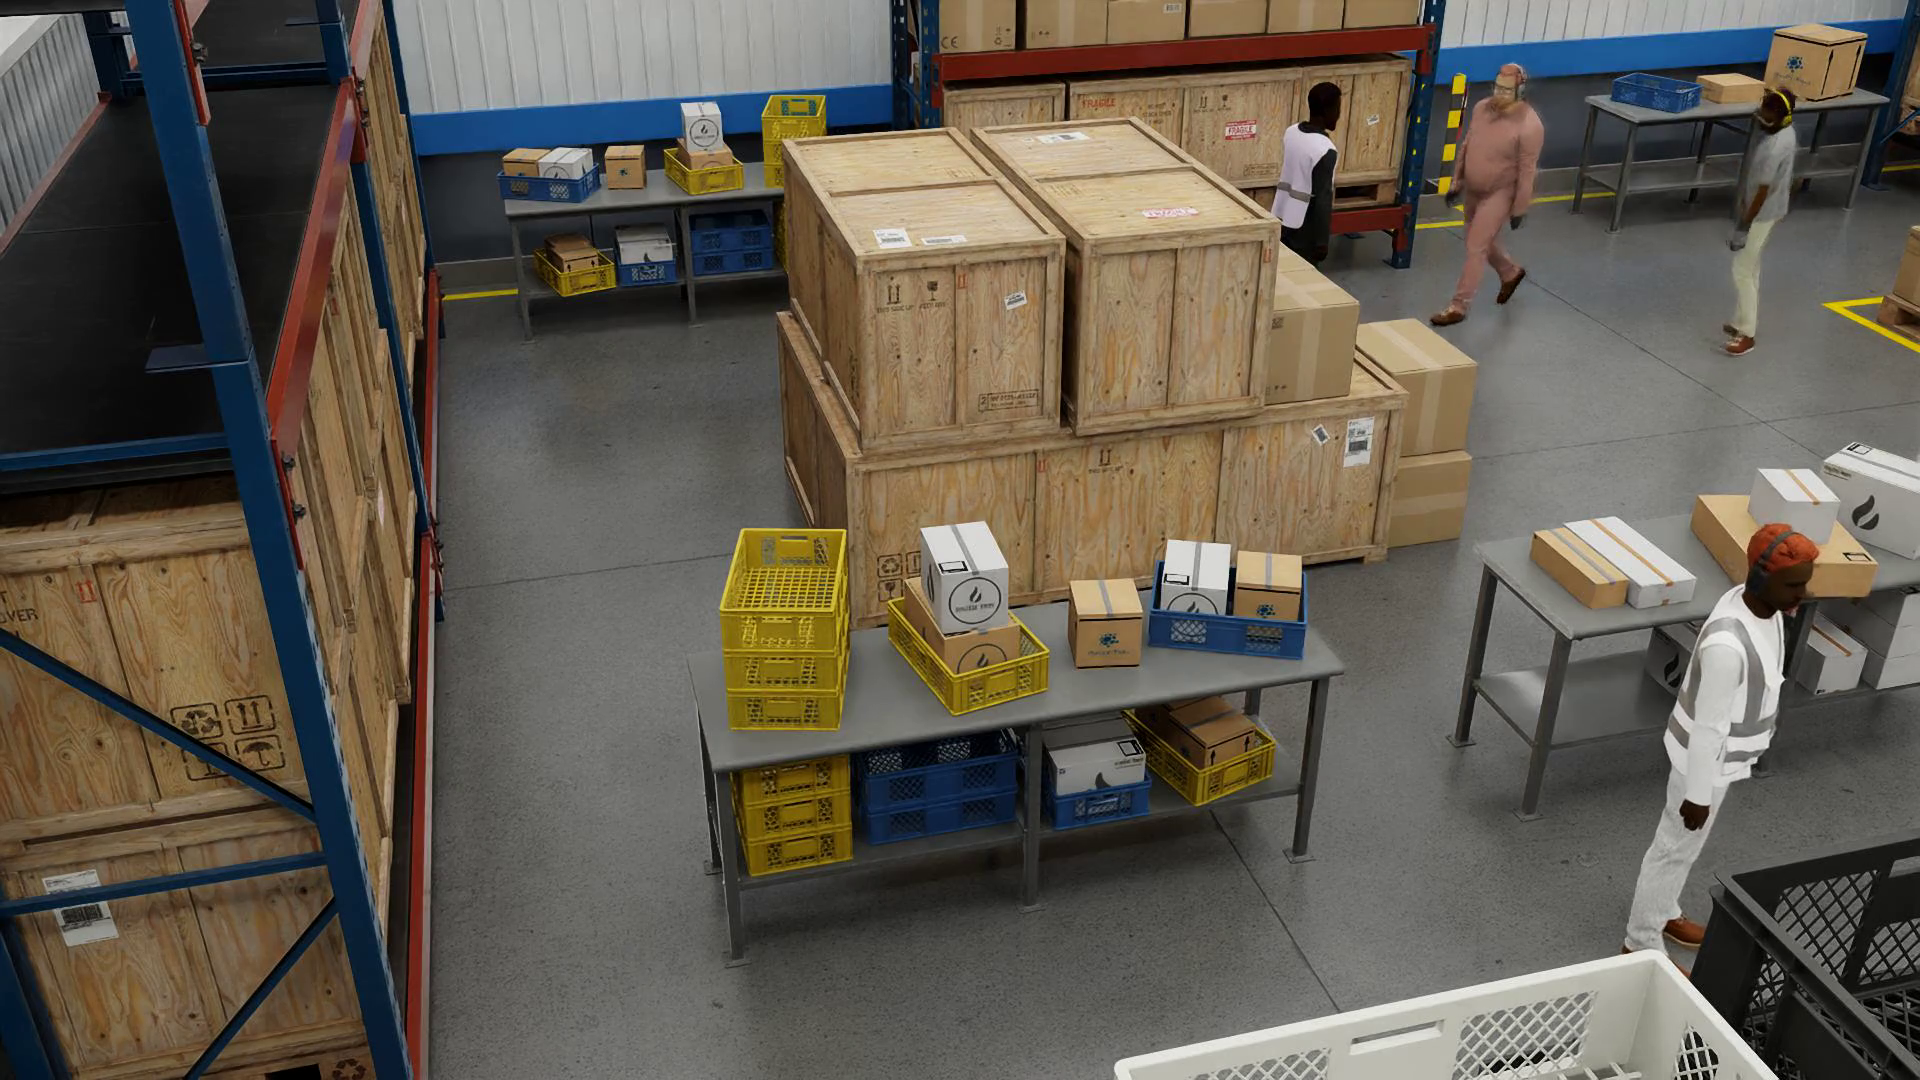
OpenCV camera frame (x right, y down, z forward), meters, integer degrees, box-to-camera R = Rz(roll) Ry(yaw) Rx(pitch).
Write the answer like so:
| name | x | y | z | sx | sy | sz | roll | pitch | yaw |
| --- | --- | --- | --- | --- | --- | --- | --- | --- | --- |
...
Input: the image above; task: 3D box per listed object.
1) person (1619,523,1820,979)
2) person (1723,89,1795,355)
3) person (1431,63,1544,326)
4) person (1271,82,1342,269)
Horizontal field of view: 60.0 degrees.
| name | x | y | z | sx | sy | sz | roll | pitch | yaw |
| --- | --- | --- | --- | --- | --- | --- | --- | --- | --- |
| person | 2.727 | 0.783 | 6.008 | 0.349 | 1.881 | 0.577 | 19 | 34 | 31 |
| person | 5.523 | -2.219 | 11.516 | 0.330 | 1.835 | 0.655 | 17 | 33 | 27 |
| person | 3.856 | -2.502 | 11.972 | 0.846 | 1.881 | 0.643 | -11 | 31 | -19 |
| person | 2.323 | -2.145 | 11.300 | 0.388 | 1.911 | 0.592 | -8 | 30 | -15 |
